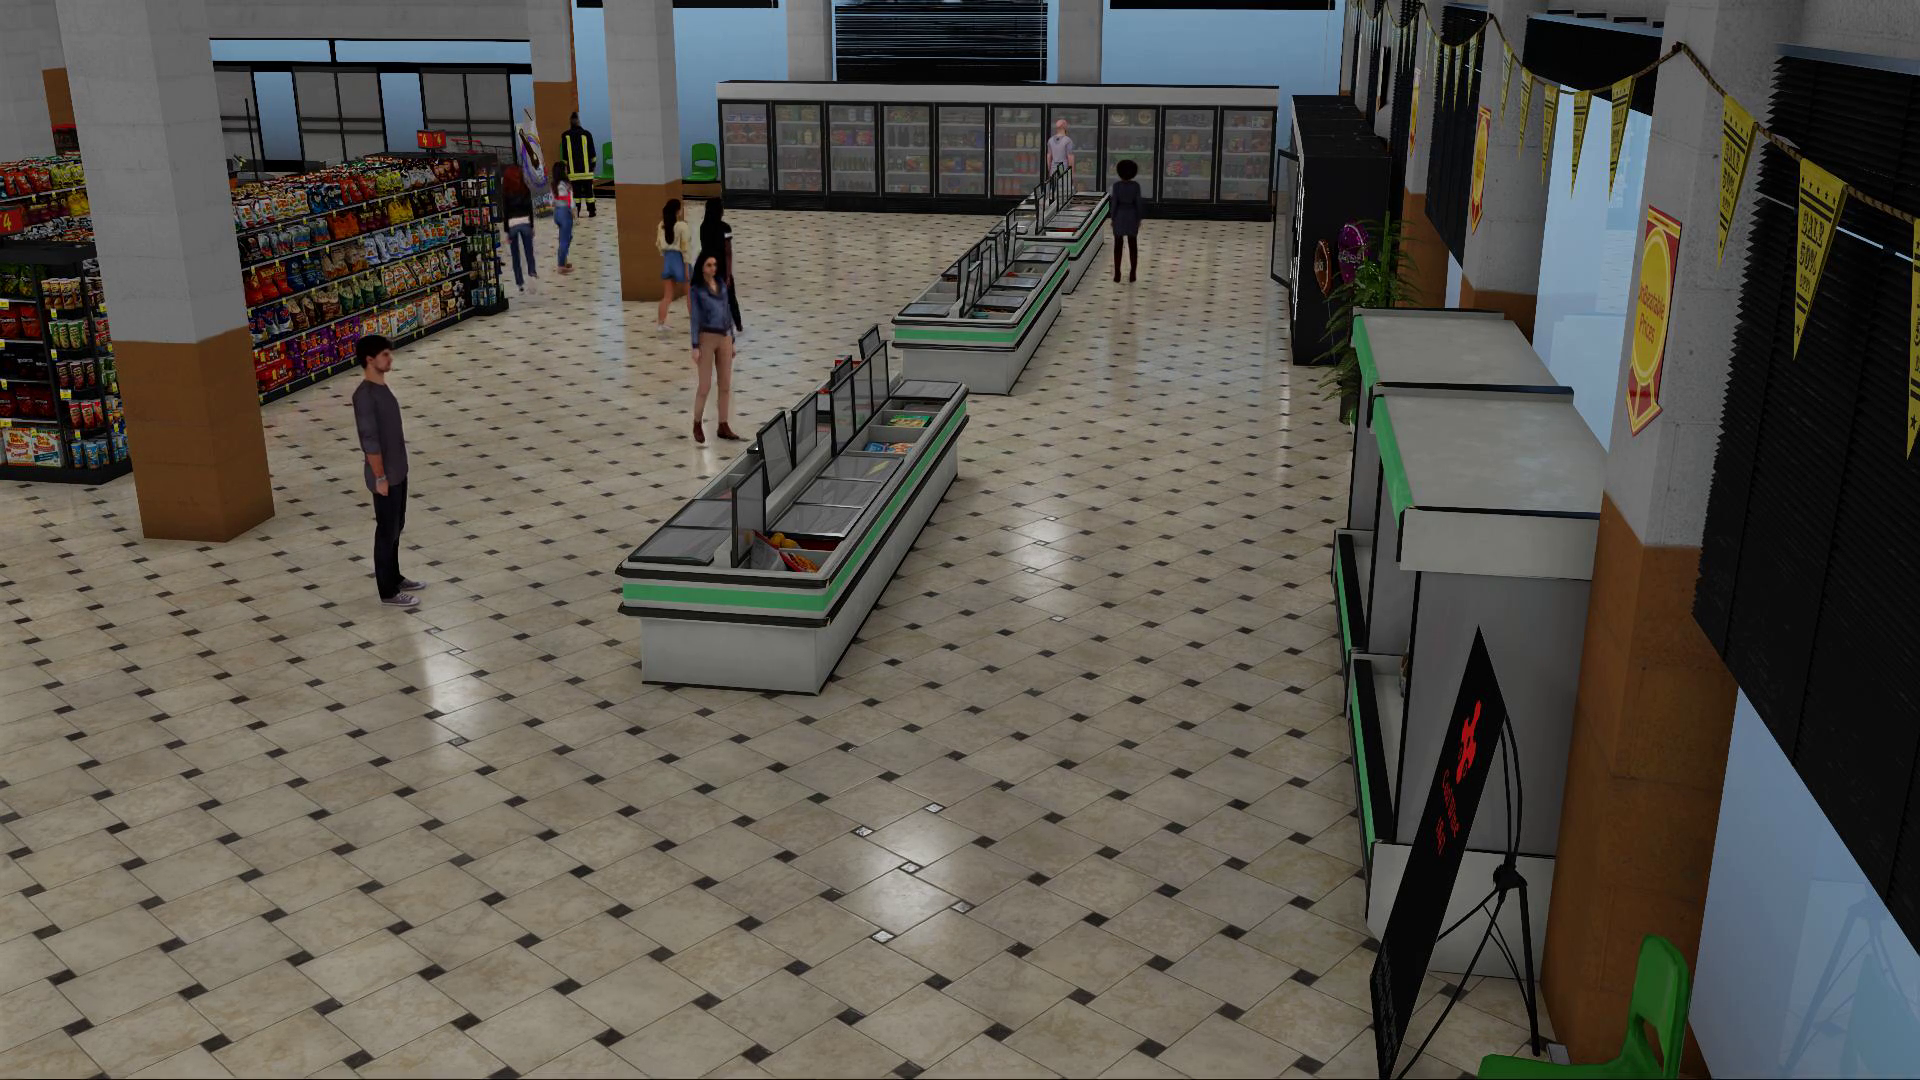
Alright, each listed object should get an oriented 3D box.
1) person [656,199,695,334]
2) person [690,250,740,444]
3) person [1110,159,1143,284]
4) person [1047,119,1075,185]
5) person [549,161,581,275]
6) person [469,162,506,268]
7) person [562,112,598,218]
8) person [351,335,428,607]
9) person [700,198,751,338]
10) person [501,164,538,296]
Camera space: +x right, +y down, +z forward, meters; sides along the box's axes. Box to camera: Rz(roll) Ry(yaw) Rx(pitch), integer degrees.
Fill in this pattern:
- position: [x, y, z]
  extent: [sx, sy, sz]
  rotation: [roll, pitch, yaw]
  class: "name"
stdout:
- position: [-3.466, -3.249, 19.987]
  extent: [0.819, 1.592, 1.167]
  rotation: [8, 20, 23]
  class: "person"
- position: [-2.307, -1.799, 15.399]
  extent: [0.747, 1.775, 0.813]
  rotation: [-15, 24, -38]
  class: "person"
- position: [2.349, -4.519, 23.568]
  extent: [0.615, 1.710, 0.540]
  rotation: [1, 19, 3]
  class: "person"
- position: [1.746, -6.350, 28.798]
  extent: [0.761, 1.837, 0.743]
  rotation: [13, 23, 34]
  class: "person"
- position: [-5.851, -4.691, 24.250]
  extent: [0.718, 1.601, 0.762]
  rotation: [17, 25, 41]
  class: "person"
- position: [-7.053, -4.786, 24.464]
  extent: [0.882, 1.644, 1.029]
  rotation: [16, 24, 39]
  class: "person"
- position: [-6.872, -6.772, 30.005]
  extent: [0.860, 1.867, 0.847]
  rotation: [-4, 19, -13]
  class: "person"
- position: [-3.941, -0.485, 11.381]
  extent: [0.794, 1.853, 0.605]
  rotation: [-3, 19, -8]
  class: "person"
- position: [-2.879, -3.069, 19.301]
  extent: [0.753, 1.688, 1.169]
  rotation: [7, 20, 21]
  class: "person"
- position: [-5.873, -4.113, 22.272]
  extent: [0.978, 1.769, 1.177]
  rotation: [-8, 20, -23]
  class: "person"
